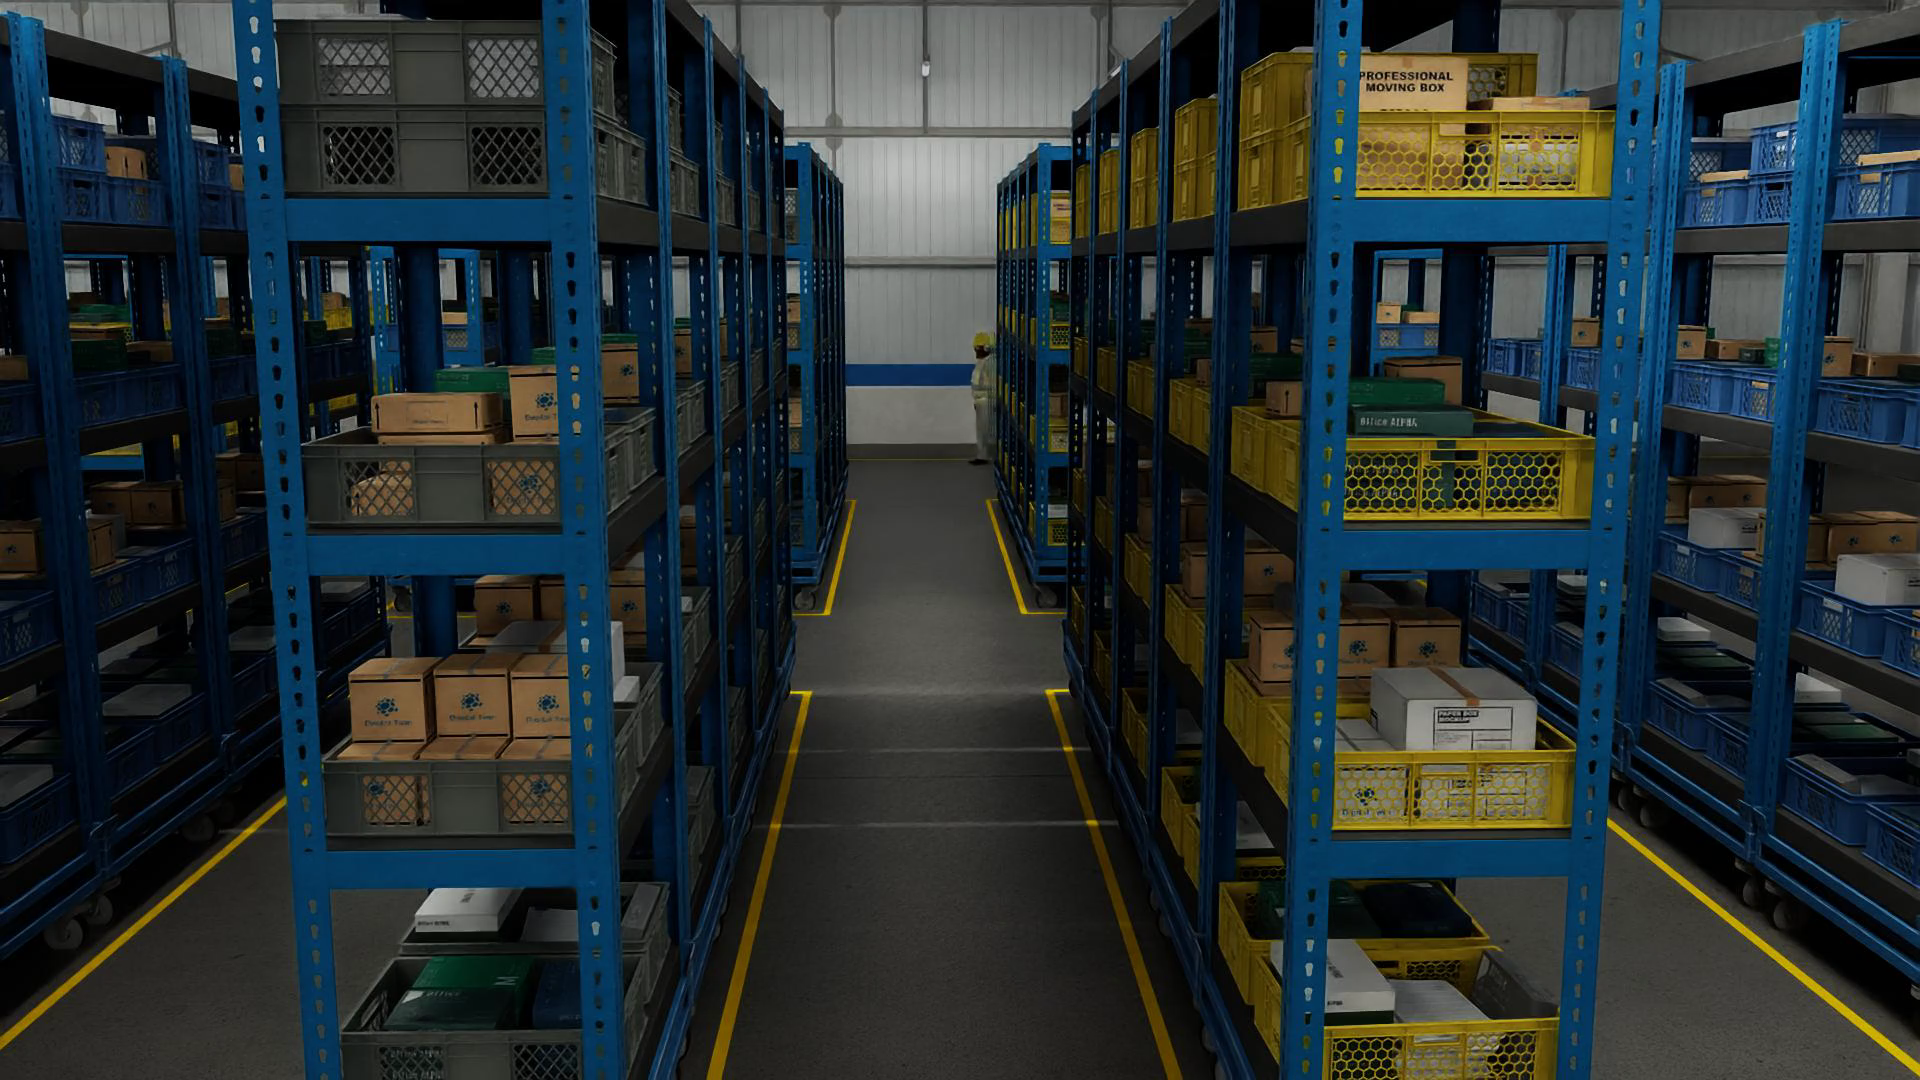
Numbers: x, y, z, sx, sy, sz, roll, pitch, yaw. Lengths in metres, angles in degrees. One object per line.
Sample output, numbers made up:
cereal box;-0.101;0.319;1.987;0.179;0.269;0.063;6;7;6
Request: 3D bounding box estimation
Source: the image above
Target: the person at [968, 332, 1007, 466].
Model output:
person;0.395;-1.887;22.344;0.540;1.809;0.590;-3;10;-15
